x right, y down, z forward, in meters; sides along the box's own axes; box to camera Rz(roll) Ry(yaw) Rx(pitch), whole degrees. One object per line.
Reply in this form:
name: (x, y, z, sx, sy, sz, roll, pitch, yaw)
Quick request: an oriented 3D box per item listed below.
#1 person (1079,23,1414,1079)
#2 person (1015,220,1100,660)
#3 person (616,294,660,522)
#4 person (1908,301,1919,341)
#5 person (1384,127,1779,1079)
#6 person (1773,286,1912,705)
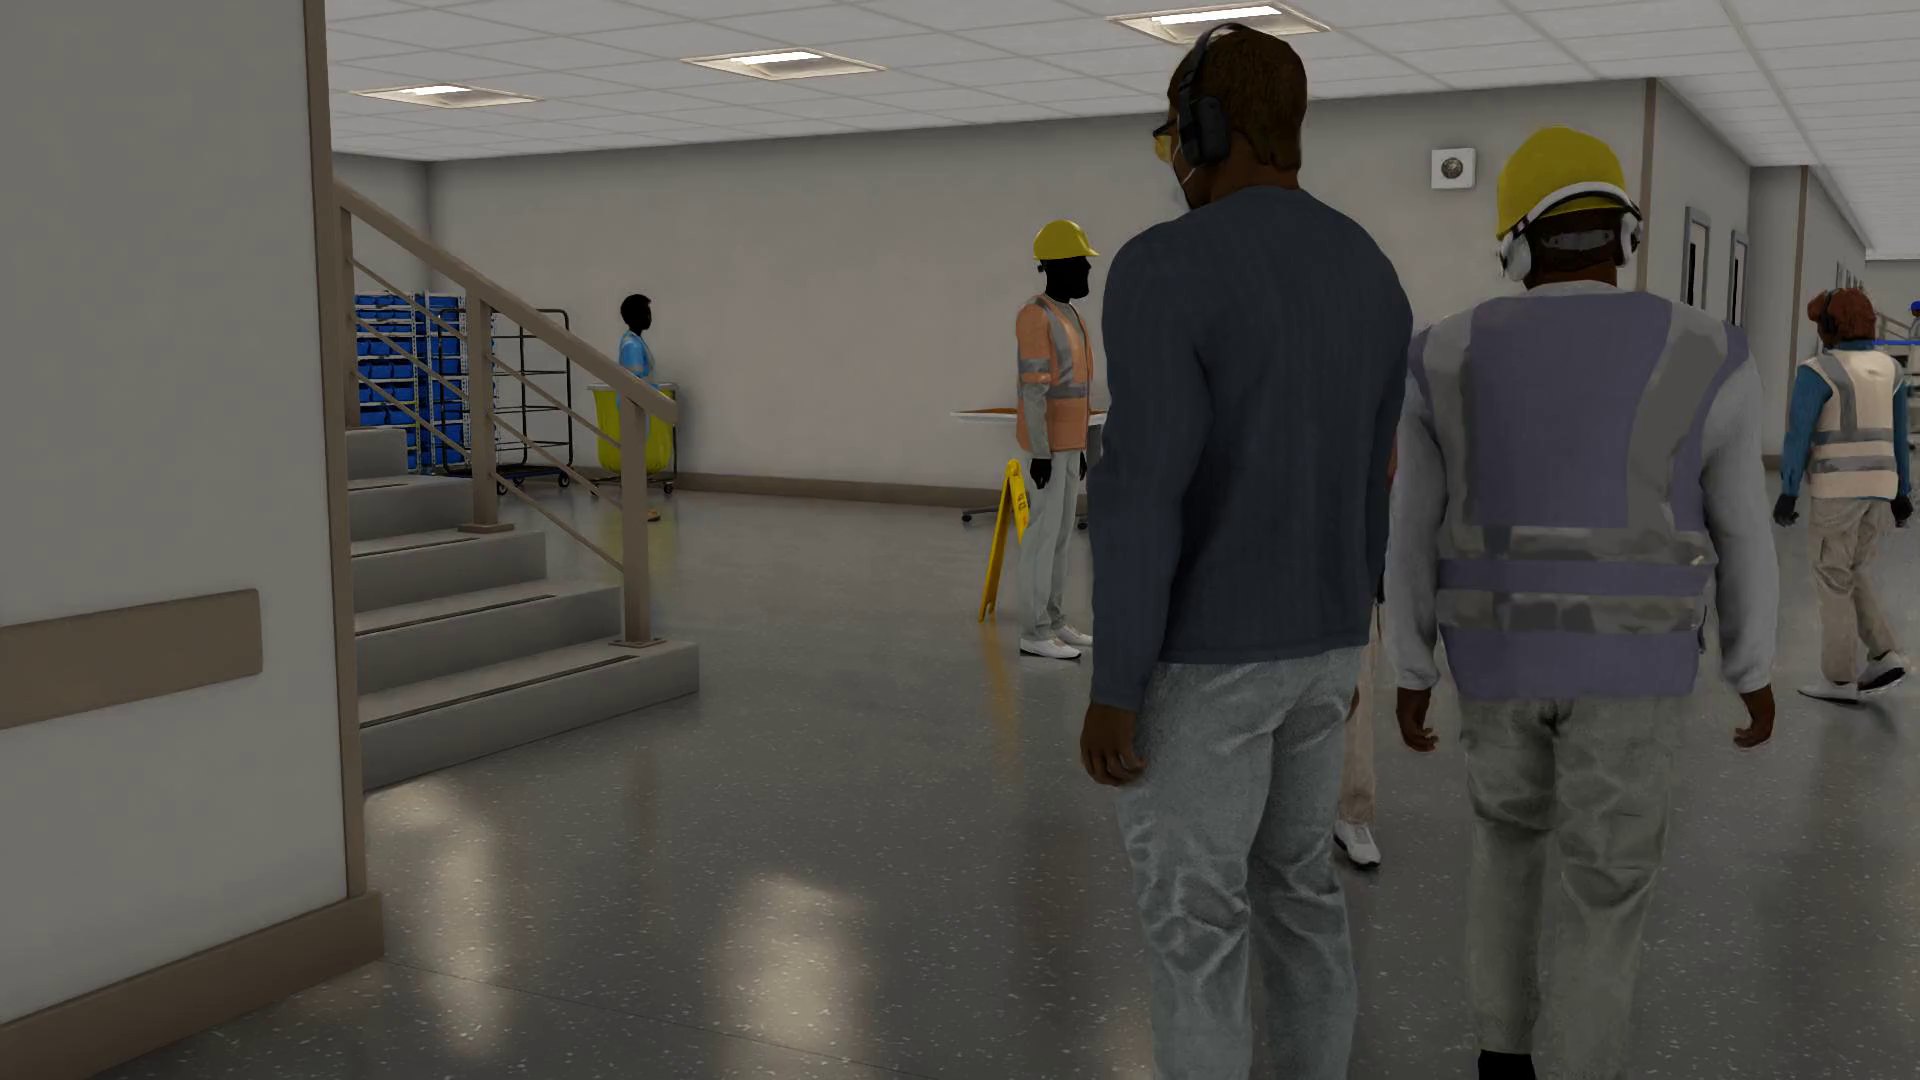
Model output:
person: (0.436, 0.186, 2.579, 0.634, 1.929, 0.386, -7, 10, -41)
person: (0.434, -0.447, 7.408, 0.352, 1.929, 0.594, 3, 8, 20)
person: (-2.413, -0.986, 12.451, 0.315, 1.696, 0.541, -2, 8, -14)
person: (19.552, -3.905, 33.976, 0.404, 1.939, 0.615, 1, 7, 8)
person: (1.080, 0.197, 2.907, 0.616, 1.808, 0.496, 4, 9, 30)
person: (3.441, -0.170, 6.472, 0.521, 1.621, 0.371, -3, 8, -24)
